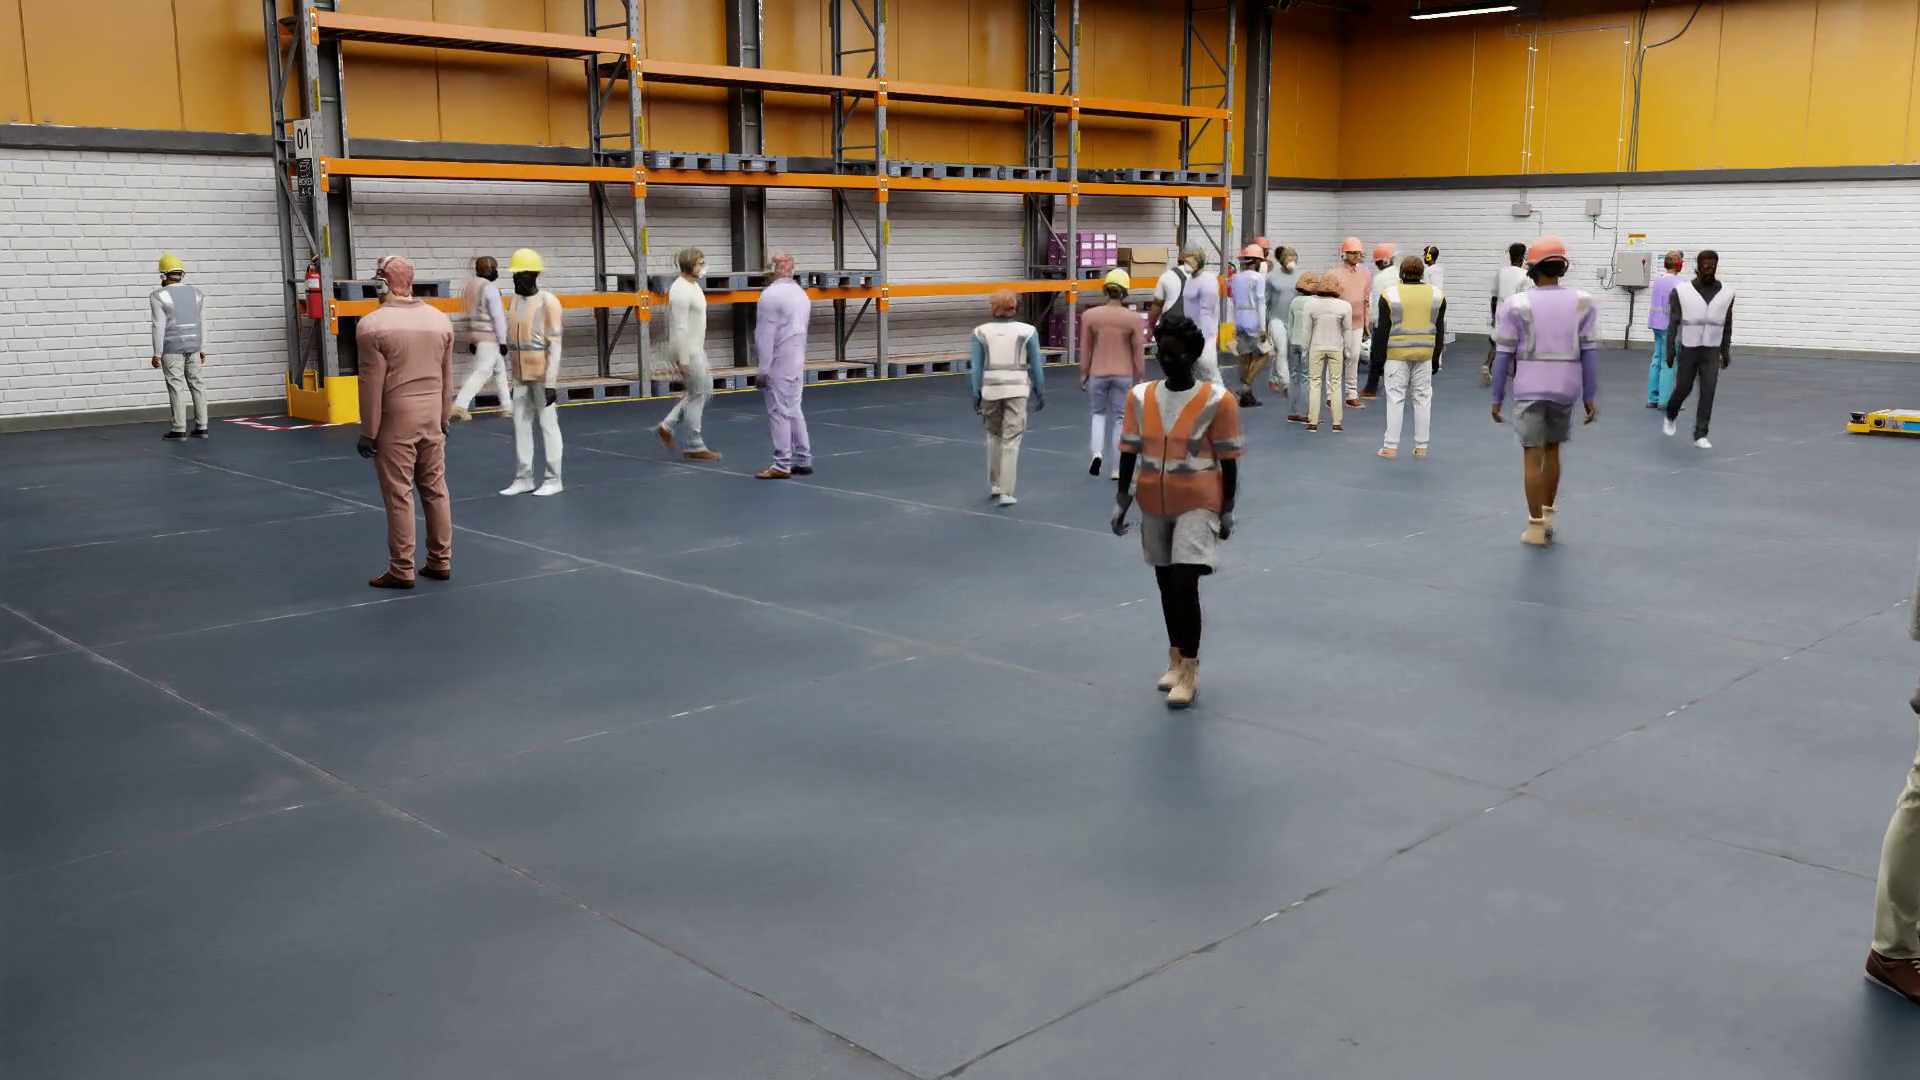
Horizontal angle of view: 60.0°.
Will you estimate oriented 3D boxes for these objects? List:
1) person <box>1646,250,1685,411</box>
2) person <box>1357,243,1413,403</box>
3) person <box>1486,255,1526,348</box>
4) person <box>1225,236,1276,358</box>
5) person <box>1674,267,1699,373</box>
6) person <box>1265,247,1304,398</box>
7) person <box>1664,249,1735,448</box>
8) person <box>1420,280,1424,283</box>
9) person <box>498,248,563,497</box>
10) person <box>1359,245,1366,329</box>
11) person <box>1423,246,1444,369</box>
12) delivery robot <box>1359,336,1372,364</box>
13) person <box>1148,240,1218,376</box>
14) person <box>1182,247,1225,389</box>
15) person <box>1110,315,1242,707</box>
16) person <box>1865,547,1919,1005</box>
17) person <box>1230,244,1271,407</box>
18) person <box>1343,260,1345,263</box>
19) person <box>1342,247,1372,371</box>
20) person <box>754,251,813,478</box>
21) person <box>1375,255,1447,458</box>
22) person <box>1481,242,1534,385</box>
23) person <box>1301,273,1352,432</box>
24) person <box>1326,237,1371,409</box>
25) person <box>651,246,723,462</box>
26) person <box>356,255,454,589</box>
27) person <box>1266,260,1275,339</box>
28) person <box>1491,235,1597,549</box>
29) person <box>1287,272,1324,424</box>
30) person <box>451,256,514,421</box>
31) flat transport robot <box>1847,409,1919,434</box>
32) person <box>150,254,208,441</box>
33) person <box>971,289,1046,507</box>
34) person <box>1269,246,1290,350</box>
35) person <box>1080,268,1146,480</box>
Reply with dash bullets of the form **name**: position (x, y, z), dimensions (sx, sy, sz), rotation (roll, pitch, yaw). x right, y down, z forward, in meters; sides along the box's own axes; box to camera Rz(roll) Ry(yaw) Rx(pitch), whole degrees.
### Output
- **person**: position (8.201, -2.425, 19.300), dimensions (0.378, 1.843, 0.569), rotation (-1, 10, -5)
- **person**: position (5.259, -2.627, 20.198), dimensions (0.656, 1.930, 1.042), rotation (-5, 12, -27)
- **person**: position (9.307, -4.045, 28.311), dimensions (0.715, 1.788, 0.644), rotation (9, 14, 42)
- **person**: position (4.874, -4.009, 27.510), dimensions (0.962, 2.011, 0.619), rotation (-1, 10, -6)
- **person**: position (10.723, -3.171, 24.051), dimensions (0.533, 1.592, 0.855), rotation (-1, 10, -8)
- **person**: position (4.102, -2.768, 21.112), dimensions (0.652, 1.878, 1.054), rotation (-2, 11, -11)
- **person**: position (7.104, -1.851, 16.048), dimensions (0.602, 1.900, 0.700), rotation (1, 10, 5)
- **person**: position (6.329, -3.152, 23.602), dimensions (0.491, 1.724, 0.564), rotation (3, 11, 14)
- **person**: position (-3.323, -1.290, 12.905), dimensions (0.594, 1.926, 0.413), rotation (7, 12, 33)
- **person**: position (6.344, -3.885, 27.168), dimensions (0.688, 1.878, 0.655), rotation (-10, 14, -42)
- **person**: position (7.100, -3.483, 25.053), dimensions (0.509, 1.856, 0.332), rotation (-10, 14, -42)
- **delivery robot**: position (6.131, -2.800, 24.609), dimensions (0.477, 0.478, 0.707), rotation (-1, 10, -5)
- **person**: position (2.553, -2.472, 19.025), dimensions (0.760, 2.000, 1.018), rotation (1, 10, 6)
- **person**: position (2.388, -2.105, 17.425), dimensions (0.985, 1.891, 0.641), rotation (-2, 11, -13)
- **person**: position (0.908, -0.125, 7.217), dimensions (0.537, 1.675, 0.642), rotation (7, 13, 34)
- **person**: position (2.678, 0.300, 4.380), dimensions (0.532, 1.868, 0.310), rotation (-8, 13, -37)
- **person**: position (3.454, -2.528, 19.673), dimensions (0.425, 1.912, 0.579), rotation (-7, 12, -32)
- **person**: position (6.394, -3.735, 26.926), dimensions (0.548, 1.675, 0.524), rotation (-8, 13, -37)
- **person**: position (5.774, -3.421, 24.509), dimensions (0.605, 1.921, 0.497), rotation (-3, 11, -14)
- **person**: position (-1.481, -1.444, 13.888), dimensions (0.445, 1.881, 0.677), rotation (4, 11, 21)
- **person**: position (4.072, -1.657, 15.124), dimensions (0.627, 1.844, 0.429), rotation (-1, 10, -4)
- **person**: position (7.368, -3.024, 22.335), dimensions (0.876, 1.940, 0.607), rotation (-10, 14, -43)
- **person**: position (3.776, -1.926, 17.158), dimensions (0.507, 1.631, 0.266), rotation (2, 11, 9)
- **person**: position (4.523, -2.521, 19.408), dimensions (0.612, 1.997, 0.375), rotation (-4, 11, -20)
- **person**: position (-2.448, -1.644, 14.827), dimensions (0.548, 1.925, 0.654), rotation (0, 10, 1)
- **person**: position (-3.212, -0.676, 9.586), dimensions (0.410, 1.912, 0.641), rotation (6, 12, 30)
- **person**: position (5.065, -3.905, 28.023), dimensions (0.659, 1.613, 0.530), rotation (-3, 11, -15)
- **person**: position (3.806, -0.974, 10.911), dimensions (0.638, 2.014, 0.728), rotation (0, 10, 2)
- **person**: position (3.728, -2.070, 17.945), dimensions (0.286, 1.632, 0.500), rotation (-5, 11, -24)
- **person**: position (-5.226, -2.207, 18.236), dimensions (0.910, 1.809, 0.635), rotation (-8, 13, -37)
- **flat transport robot**: position (9.794, -1.162, 16.709), dimensions (0.652, 0.197, 1.431), rotation (-10, 14, -44)
- **person**: position (-7.734, -1.897, 16.451), dimensions (0.403, 1.835, 0.588), rotation (6, 12, 29)
- **person**: position (0.379, -1.081, 12.620), dimensions (0.536, 1.613, 0.722), rotation (3, 11, 17)
- **person**: position (5.471, -4.064, 28.289), dimensions (0.529, 1.832, 0.844), rotation (10, 14, 43)
- **person**: position (1.265, -1.360, 13.746), dimensions (0.541, 1.750, 0.387), rotation (3, 11, 16)
